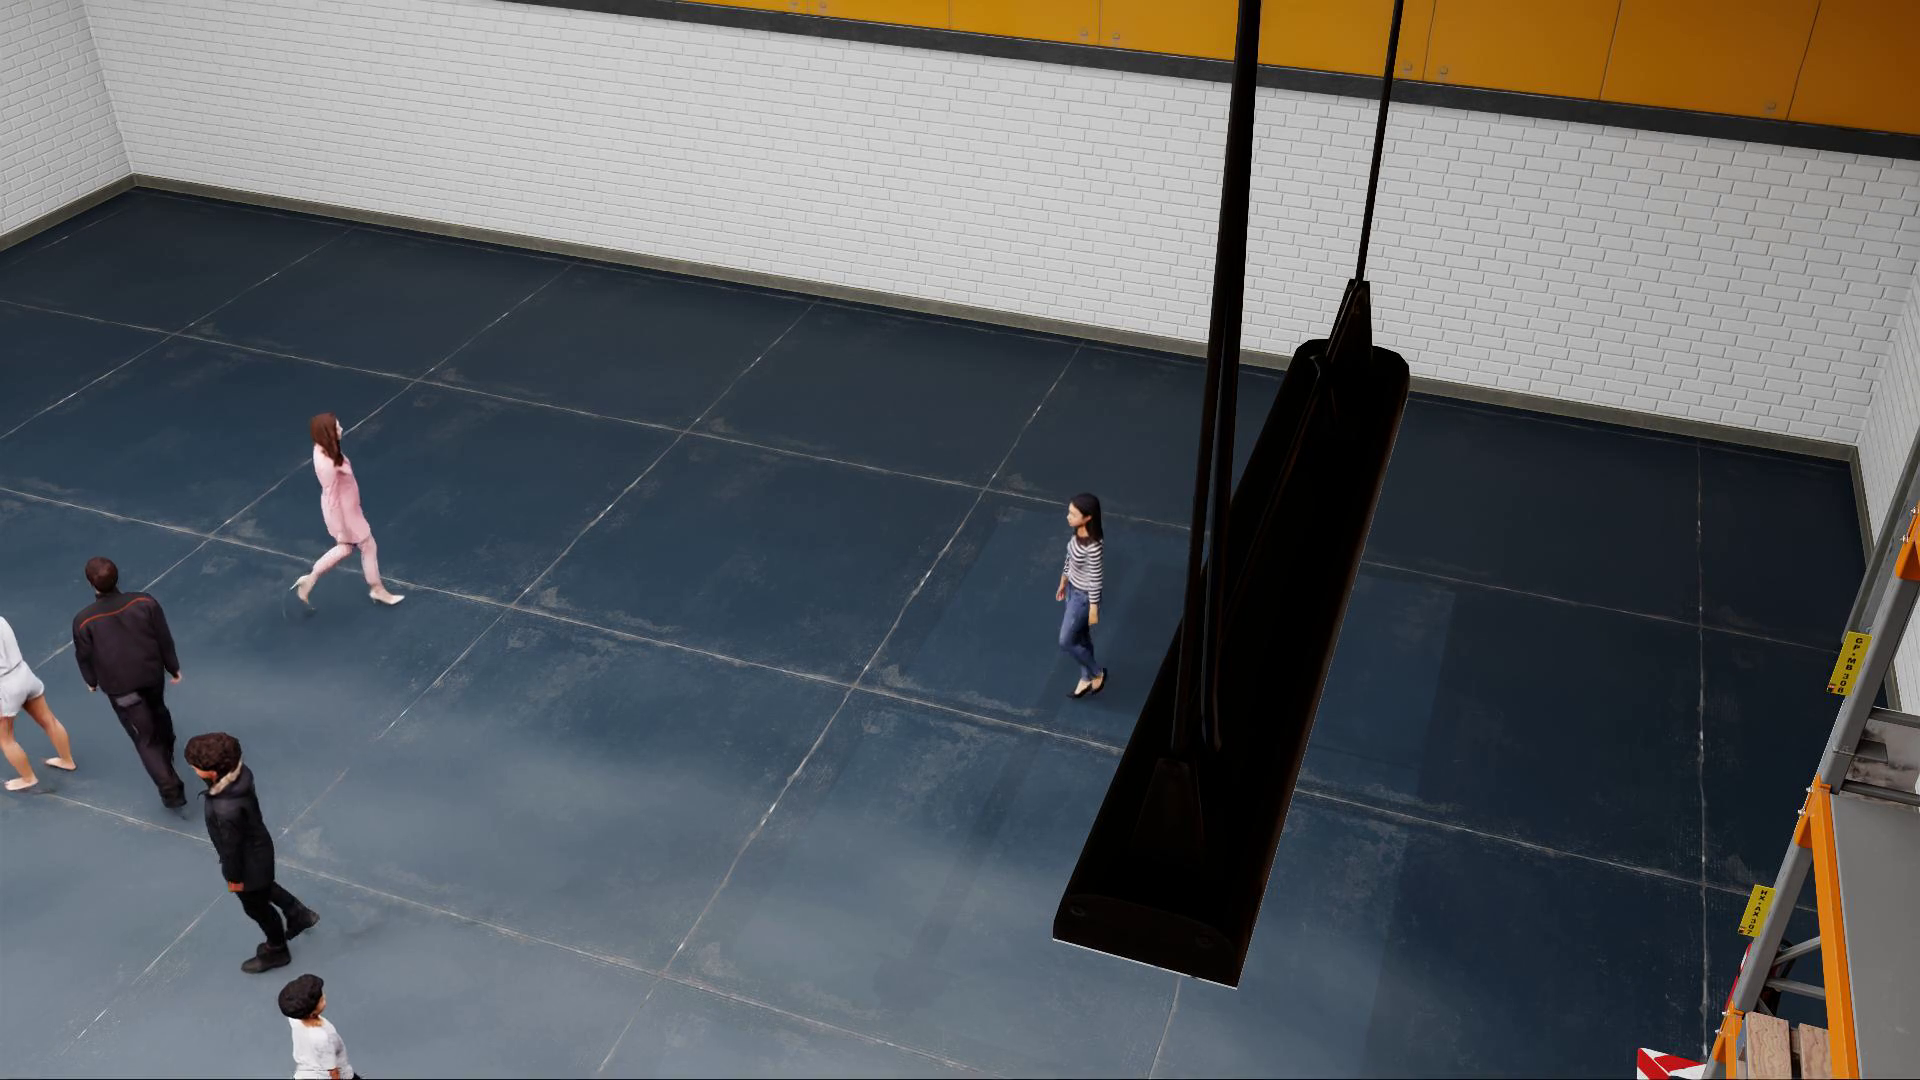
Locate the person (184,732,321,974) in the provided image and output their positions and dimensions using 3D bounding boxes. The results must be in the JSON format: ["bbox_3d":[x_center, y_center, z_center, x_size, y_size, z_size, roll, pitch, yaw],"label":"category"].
[{"bbox_3d":[-4.134,1.833,9.821,0.875,1.768,0.819,-11,35,-16],"label":"person"}]

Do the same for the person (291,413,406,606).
[{"bbox_3d":[-4.844,-0.172,12.831,1.096,1.776,1.063,-12,35,-17],"label":"person"}]

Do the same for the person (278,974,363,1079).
[{"bbox_3d":[-3.426,2.826,8.803,0.565,1.242,0.743,18,38,25],"label":"person"}]

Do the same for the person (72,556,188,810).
[{"bbox_3d":[-5.468,0.979,11.074,1.079,1.803,1.215,27,42,34],"label":"person"}]

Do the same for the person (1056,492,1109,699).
[{"bbox_3d":[0.973,0.441,11.958,0.778,1.720,0.710,-6,34,-9],"label":"person"}]

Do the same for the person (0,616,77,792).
[{"bbox_3d":[-6.384,0.996,11.229,0.732,1.605,0.667,3,34,4],"label":"person"}]
